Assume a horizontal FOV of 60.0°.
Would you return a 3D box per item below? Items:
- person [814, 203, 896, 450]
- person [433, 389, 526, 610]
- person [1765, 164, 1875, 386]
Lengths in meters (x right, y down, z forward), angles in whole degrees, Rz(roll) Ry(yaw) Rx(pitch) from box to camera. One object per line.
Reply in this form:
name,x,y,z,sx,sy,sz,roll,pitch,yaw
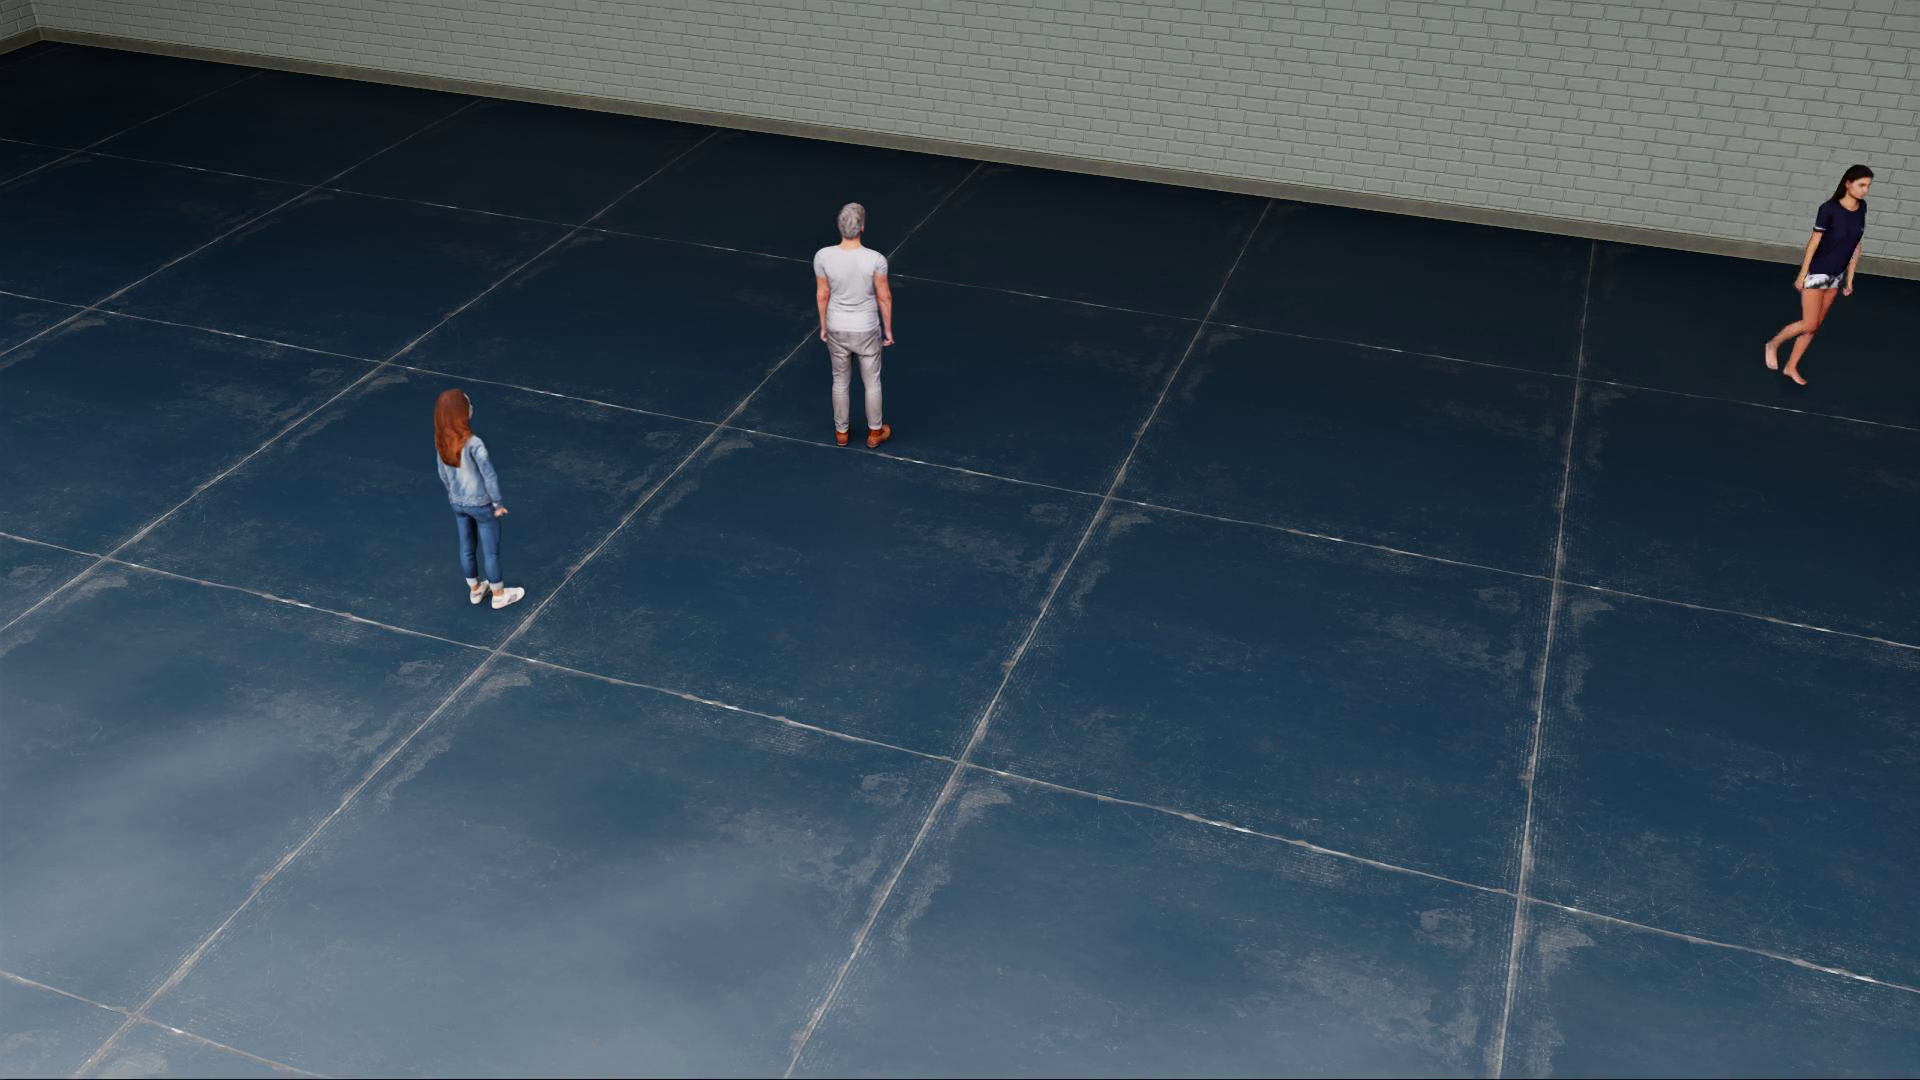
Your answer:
person,-0.747,-1.497,11.755,0.734,1.831,0.624,5,33,7
person,-2.979,-0.242,10.150,0.585,1.477,0.527,16,36,22
person,6.525,-2.049,12.675,0.728,1.754,0.791,-8,34,-12
